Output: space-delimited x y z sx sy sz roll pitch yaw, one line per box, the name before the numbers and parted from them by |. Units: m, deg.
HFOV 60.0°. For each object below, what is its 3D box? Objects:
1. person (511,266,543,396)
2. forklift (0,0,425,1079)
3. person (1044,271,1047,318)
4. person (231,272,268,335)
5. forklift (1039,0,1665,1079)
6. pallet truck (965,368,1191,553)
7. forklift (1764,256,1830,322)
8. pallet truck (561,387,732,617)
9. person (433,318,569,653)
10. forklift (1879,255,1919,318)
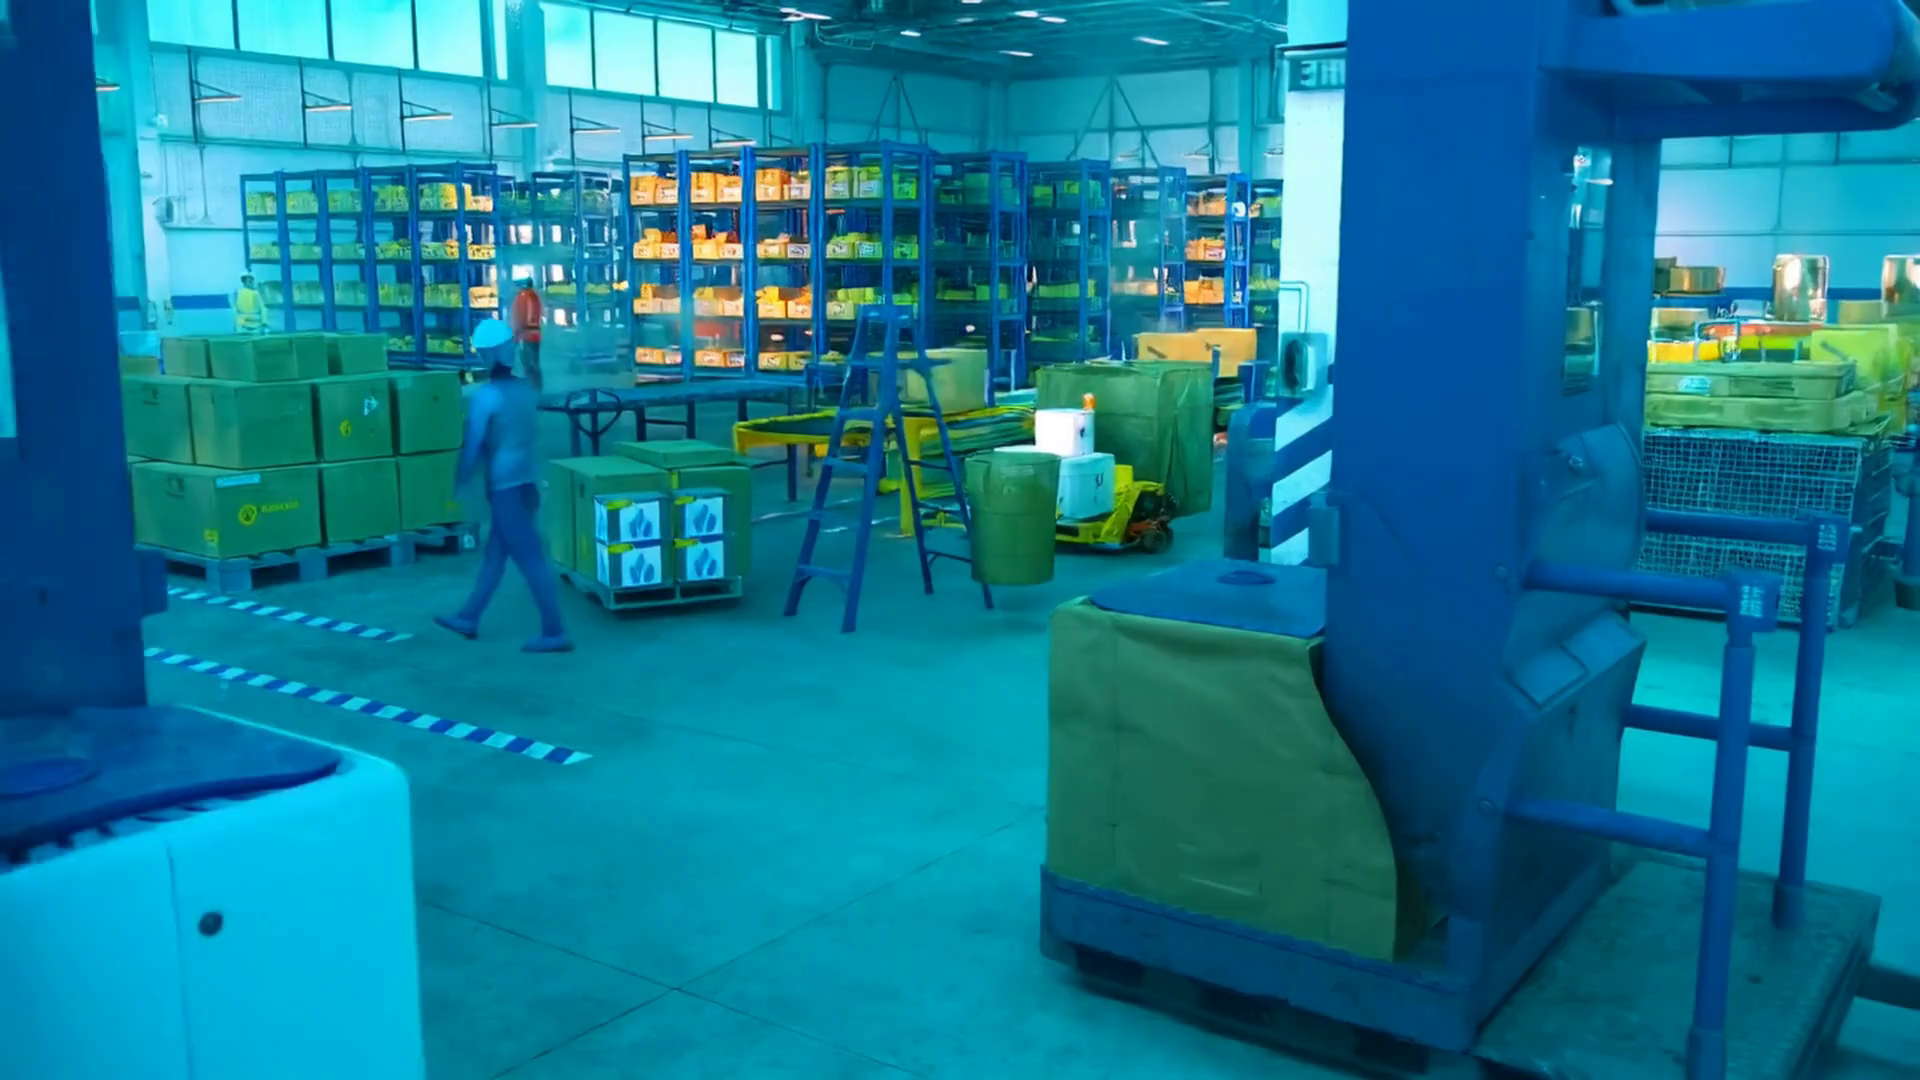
person | -5.918 -2.759 22.752 0.389 1.946 0.603 1 10 6
forklift | -2.047 0.061 3.179 1.873 2.768 1.129 7 12 34
person | 1.975 -5.603 39.984 0.564 1.846 0.390 7 12 37
person | -12.124 -3.659 28.455 0.602 1.827 0.404 0 10 2
forklift | 1.249 -0.137 4.360 1.873 2.768 1.129 7 12 35
pallet truck | 0.845 -0.609 11.869 1.630 1.274 0.653 7 12 35
forklift | 20.253 -5.854 40.139 1.157 1.987 2.680 7 12 35
pallet truck | -1.981 -0.274 10.088 0.680 1.201 1.601 -5 11 -28
person | -2.418 -0.275 8.611 0.894 1.720 0.540 3 10 15
forklift | 22.089 -5.634 38.796 1.157 1.987 2.680 6 11 33
